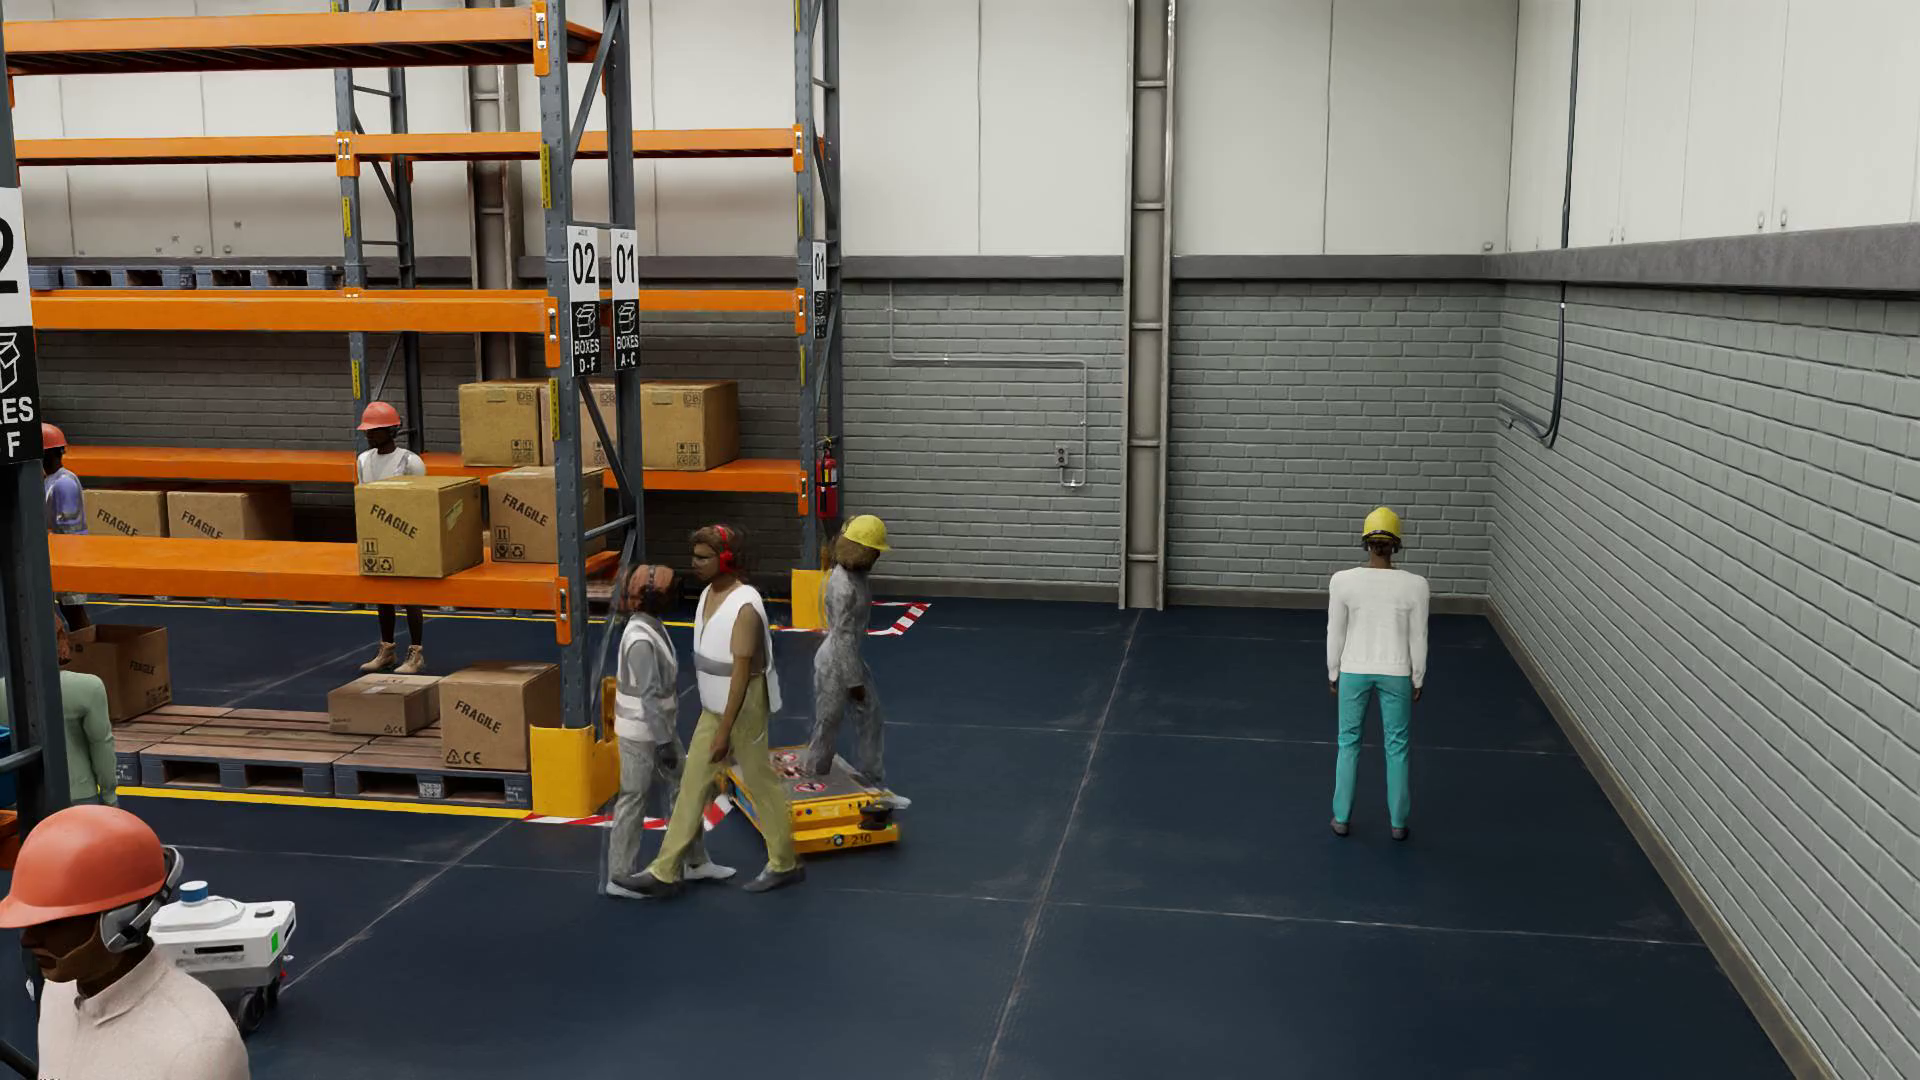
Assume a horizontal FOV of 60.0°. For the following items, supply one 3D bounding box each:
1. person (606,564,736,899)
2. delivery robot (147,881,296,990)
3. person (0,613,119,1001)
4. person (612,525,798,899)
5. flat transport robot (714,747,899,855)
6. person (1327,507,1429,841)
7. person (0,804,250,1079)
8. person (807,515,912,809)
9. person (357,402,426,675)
[{"bbox_3d":[-1.372,0.916,7.912,0.720,1.613,0.535,0,9,-2],"label":"person"},{"bbox_3d":[-3.039,1.605,6.634,0.707,0.478,0.477,-2,9,-10],"label":"delivery robot"},{"bbox_3d":[-3.736,1.079,6.846,0.499,1.634,0.279,-3,10,-19],"label":"person"},{"bbox_3d":[-1.167,0.834,7.824,0.938,1.800,0.587,-6,11,-33],"label":"person"},{"bbox_3d":[-0.881,1.388,9.145,0.652,0.197,1.431,-4,10,-21],"label":"flat transport robot"},{"bbox_3d":[2.202,0.704,8.809,0.520,1.758,0.344,2,9,15],"label":"person"},{"bbox_3d":[-1.611,1.476,3.266,0.618,1.993,0.396,6,11,34],"label":"person"},{"bbox_3d":[-0.555,0.693,9.021,0.703,1.696,0.524,2,9,10],"label":"person"},{"bbox_3d":[-4.221,0.000,12.278,0.616,2.041,0.381,4,10,24],"label":"person"}]
